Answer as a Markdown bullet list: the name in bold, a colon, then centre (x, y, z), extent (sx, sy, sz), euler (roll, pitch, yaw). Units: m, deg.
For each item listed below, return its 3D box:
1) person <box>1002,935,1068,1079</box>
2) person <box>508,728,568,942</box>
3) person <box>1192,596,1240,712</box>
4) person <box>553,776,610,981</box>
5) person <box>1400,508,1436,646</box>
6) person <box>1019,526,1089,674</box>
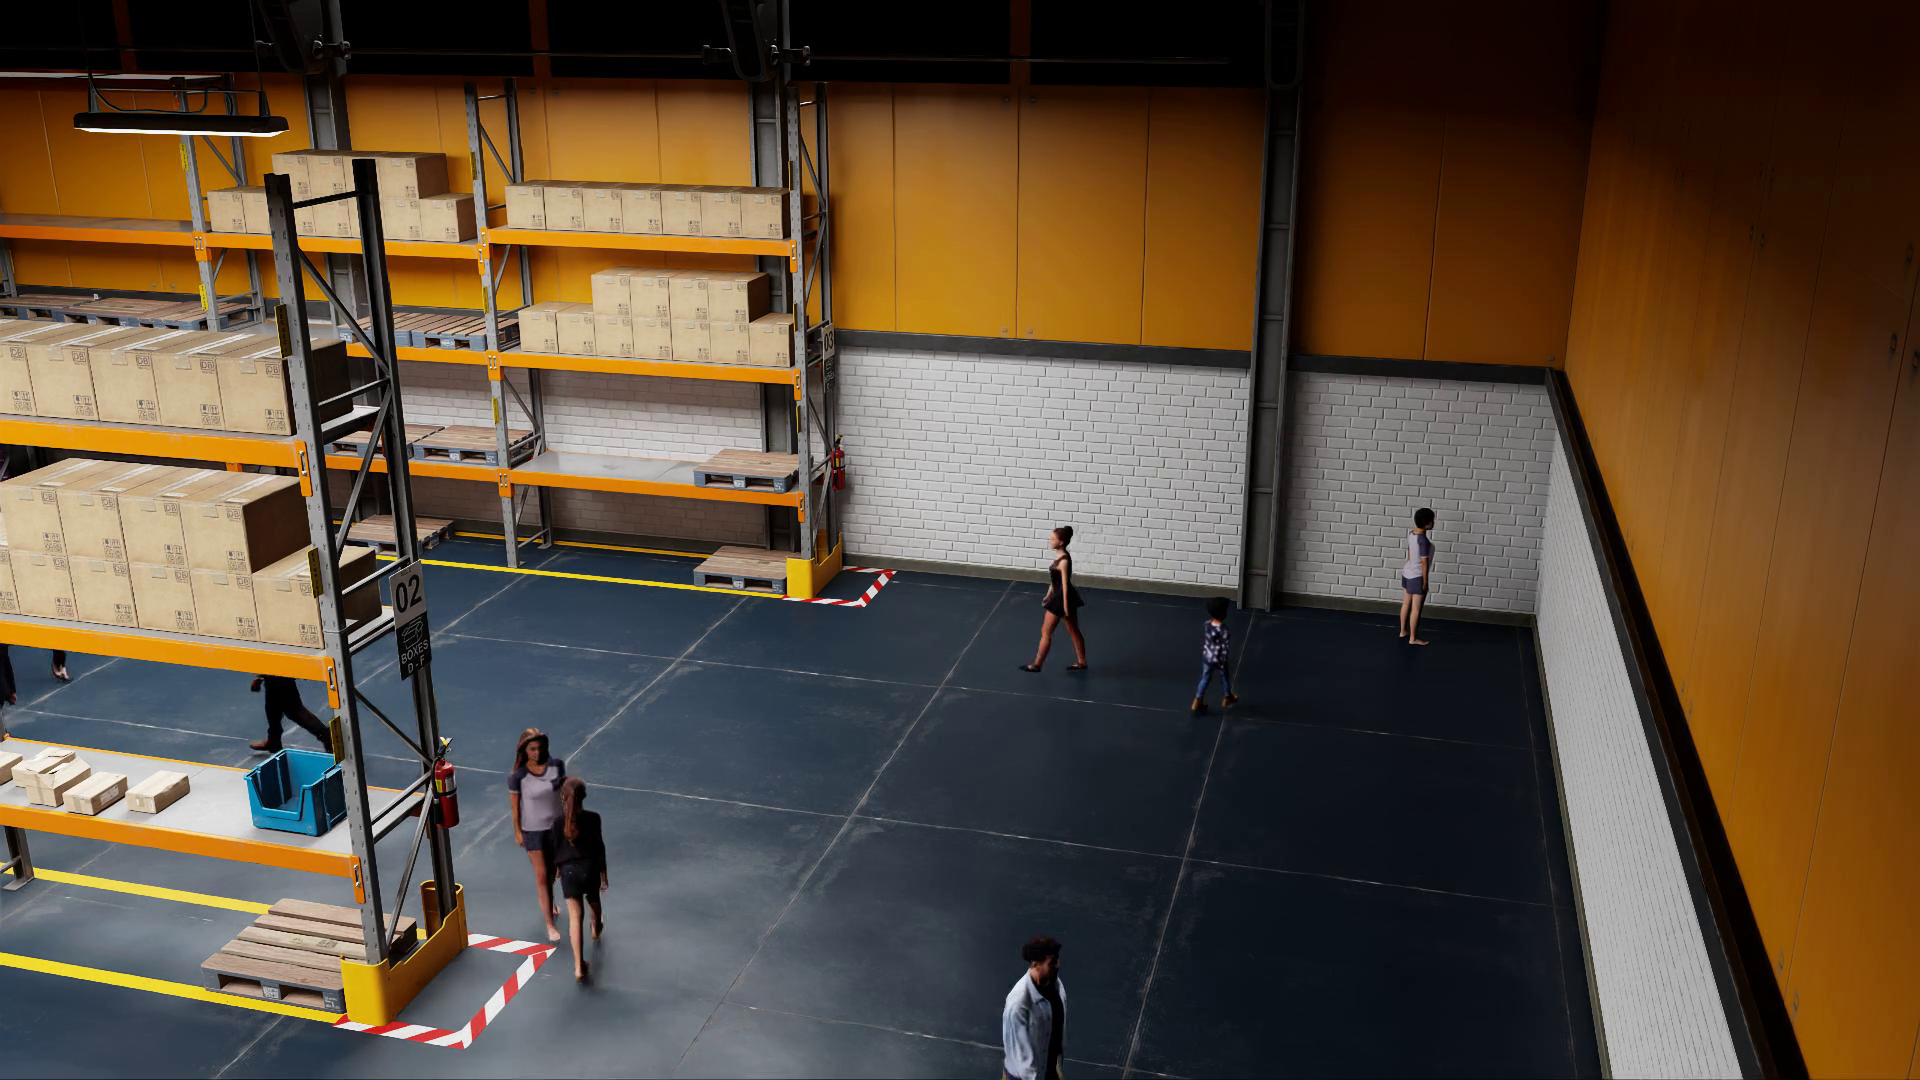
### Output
- **person**: centre (0.355, 3.190, 10.053), extent (1.303, 1.767, 1.028), euler (15, 24, 38)
- **person**: centre (-3.262, 2.231, 13.008), extent (0.941, 1.698, 1.020), euler (-13, 22, -33)
- **person**: centre (2.553, 1.174, 16.886), extent (0.797, 1.228, 0.820), euler (-17, 25, -40)
- **person**: centre (-2.846, 2.527, 12.413), extent (1.065, 1.517, 0.905), euler (-3, 19, -9)
- **person**: centre (5.138, 0.385, 18.695), extent (0.652, 1.567, 0.641), euler (-3, 19, -10)
- **person**: centre (1.182, 0.659, 17.757), extent (1.013, 1.647, 0.701), euler (2, 19, 5)
